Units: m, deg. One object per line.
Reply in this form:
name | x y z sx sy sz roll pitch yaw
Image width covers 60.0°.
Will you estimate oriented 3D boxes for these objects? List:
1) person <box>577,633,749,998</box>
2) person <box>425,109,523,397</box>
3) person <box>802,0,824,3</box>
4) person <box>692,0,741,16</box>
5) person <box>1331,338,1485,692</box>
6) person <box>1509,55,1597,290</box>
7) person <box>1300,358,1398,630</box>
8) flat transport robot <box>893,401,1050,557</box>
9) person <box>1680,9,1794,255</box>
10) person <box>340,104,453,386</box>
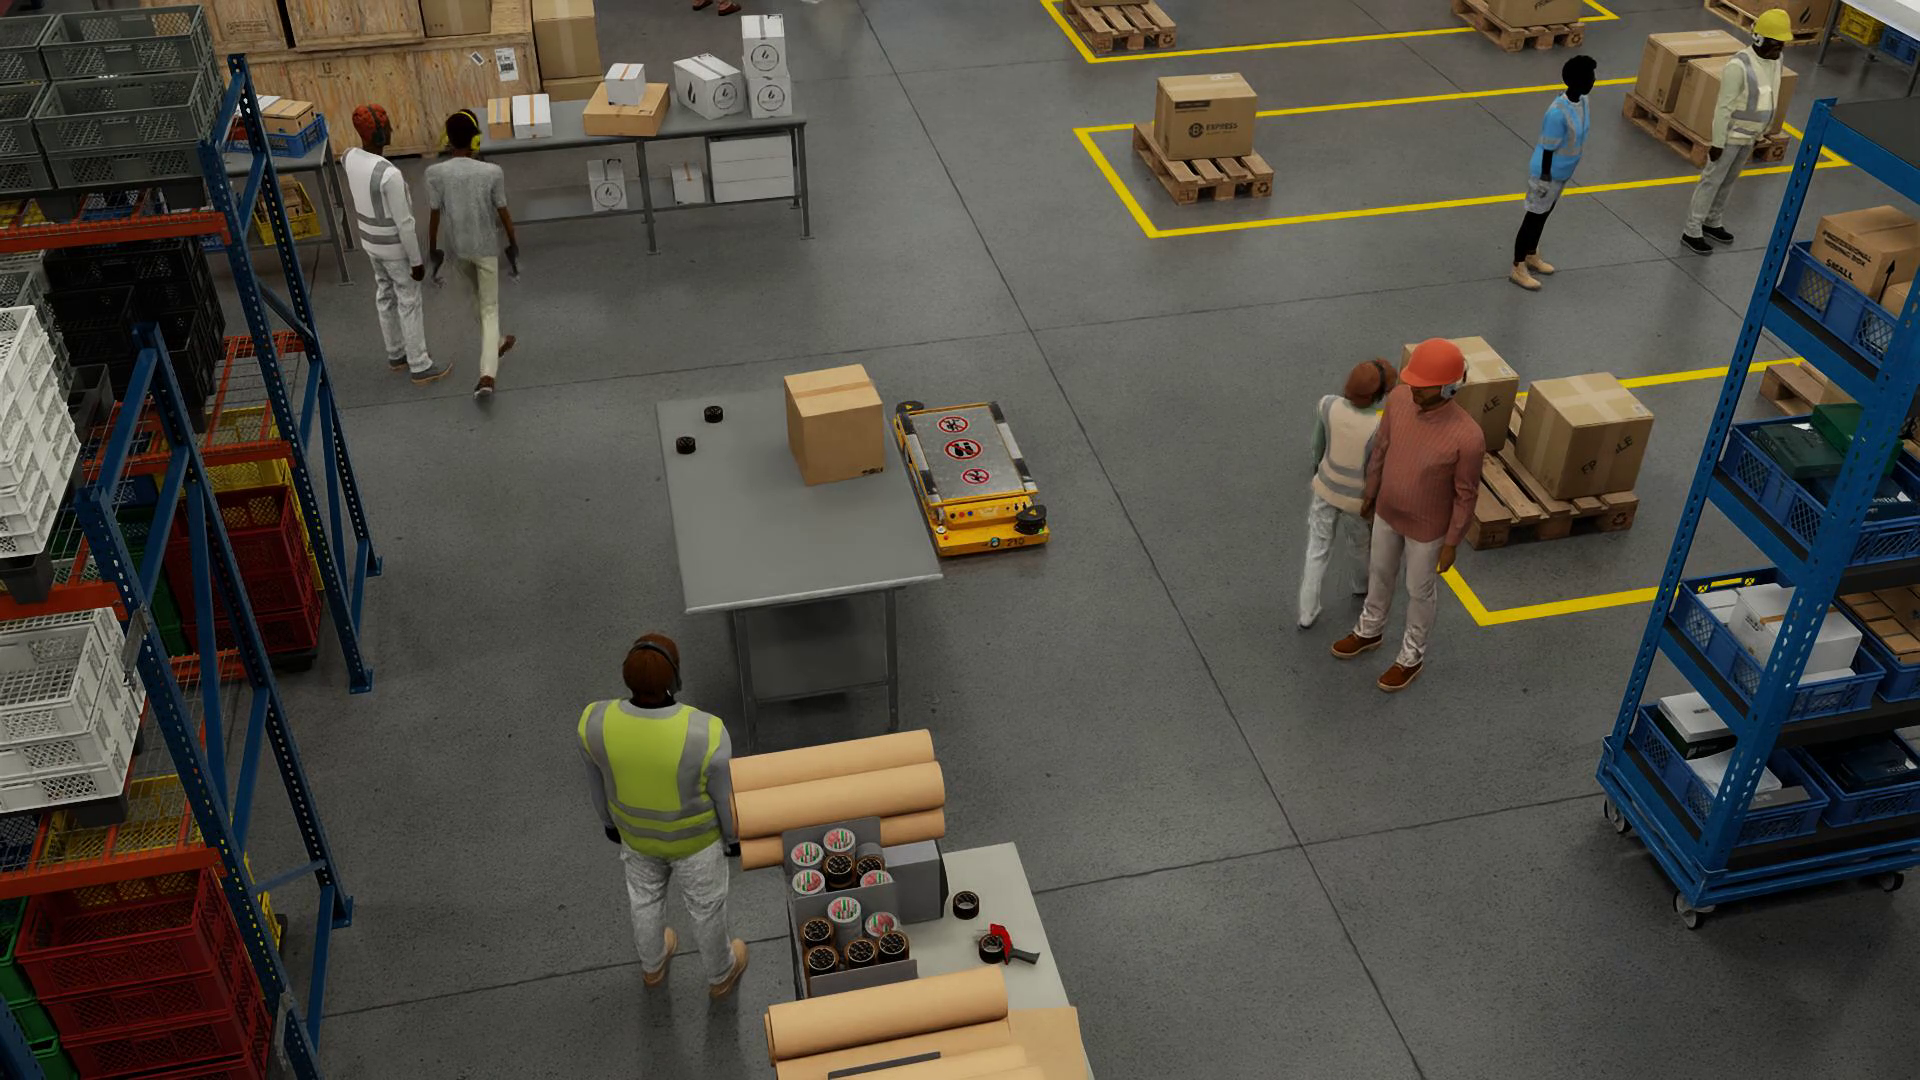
person | -1.159 1.135 6.709 0.631 1.836 0.429 6 37 9
person | -3.139 -1.827 10.707 0.589 1.822 0.896 2 37 3
person | -1.225 -6.369 16.785 1.042 1.849 0.637 -5 37 -7
person | -2.484 -6.217 16.540 0.643 1.896 0.398 20 41 24
person | 2.235 -0.123 8.262 0.392 1.992 0.623 -22 42 -27
person | 4.249 -2.640 11.891 0.322 1.697 0.535 25 43 30
person | 2.084 -0.281 8.794 0.561 1.607 0.654 28 45 32
flat transport robot | 0.046 -0.430 10.108 0.652 0.197 1.431 -8 37 -10
person | 5.766 -3.021 12.291 0.596 1.831 0.403 -24 43 -29
person | -3.675 -1.900 10.750 0.578 1.877 0.344 28 45 32
